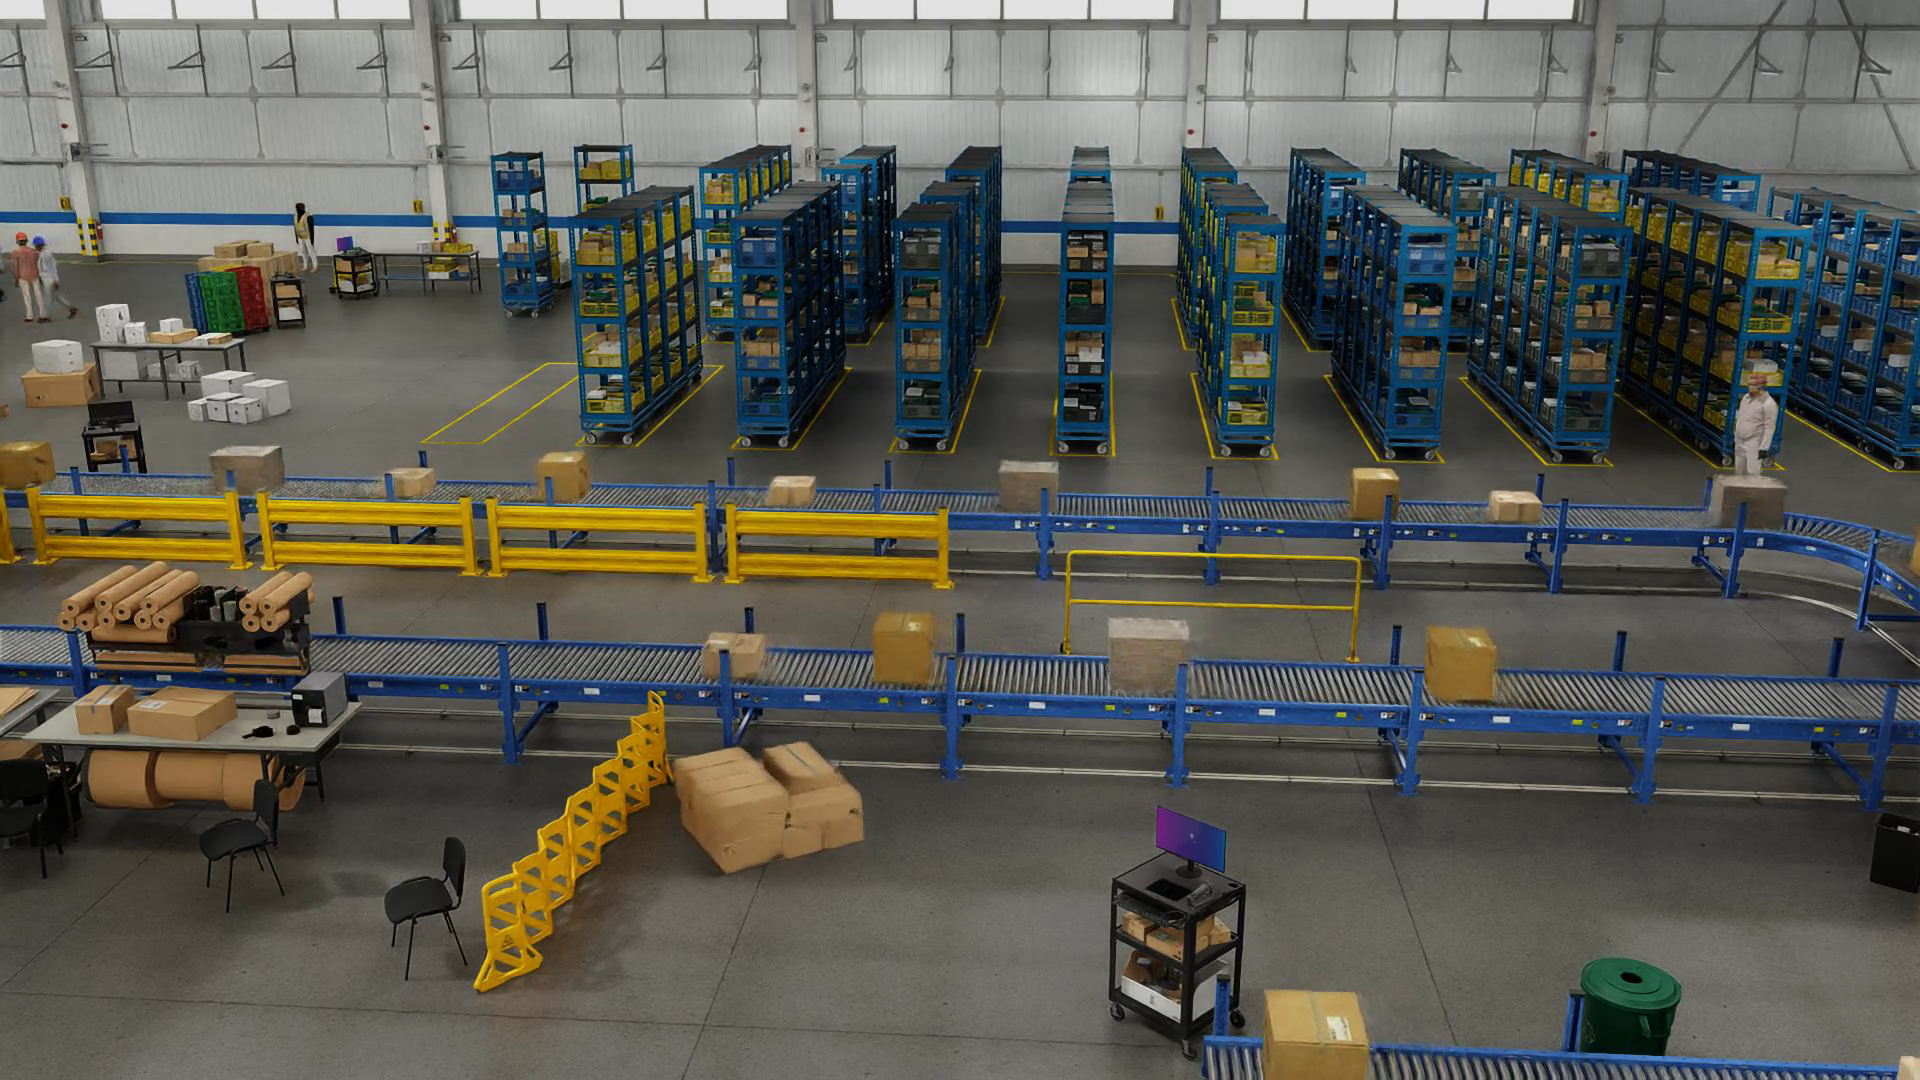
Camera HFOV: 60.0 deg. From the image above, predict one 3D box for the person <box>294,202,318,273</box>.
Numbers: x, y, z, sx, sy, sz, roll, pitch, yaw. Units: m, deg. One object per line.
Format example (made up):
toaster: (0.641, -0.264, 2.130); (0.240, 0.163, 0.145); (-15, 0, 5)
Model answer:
person: (-17.287, -7.980, 43.874); (0.628, 1.843, 0.429); (8, 19, 24)

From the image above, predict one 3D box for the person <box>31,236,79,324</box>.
person: (-20.066, -5.771, 36.732); (0.846, 1.914, 0.612); (-12, 21, -34)

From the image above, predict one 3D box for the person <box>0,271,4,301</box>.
person: (-22.552, -6.384, 38.661); (0.570, 1.923, 0.602); (2, 18, 6)

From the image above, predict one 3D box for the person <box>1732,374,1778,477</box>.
person: (10.751, -1.326, 22.656); (0.403, 1.901, 0.651); (-4, 18, -11)

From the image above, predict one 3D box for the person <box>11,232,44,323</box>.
person: (-20.530, -5.782, 36.642); (0.381, 1.994, 0.622); (12, 21, 33)
